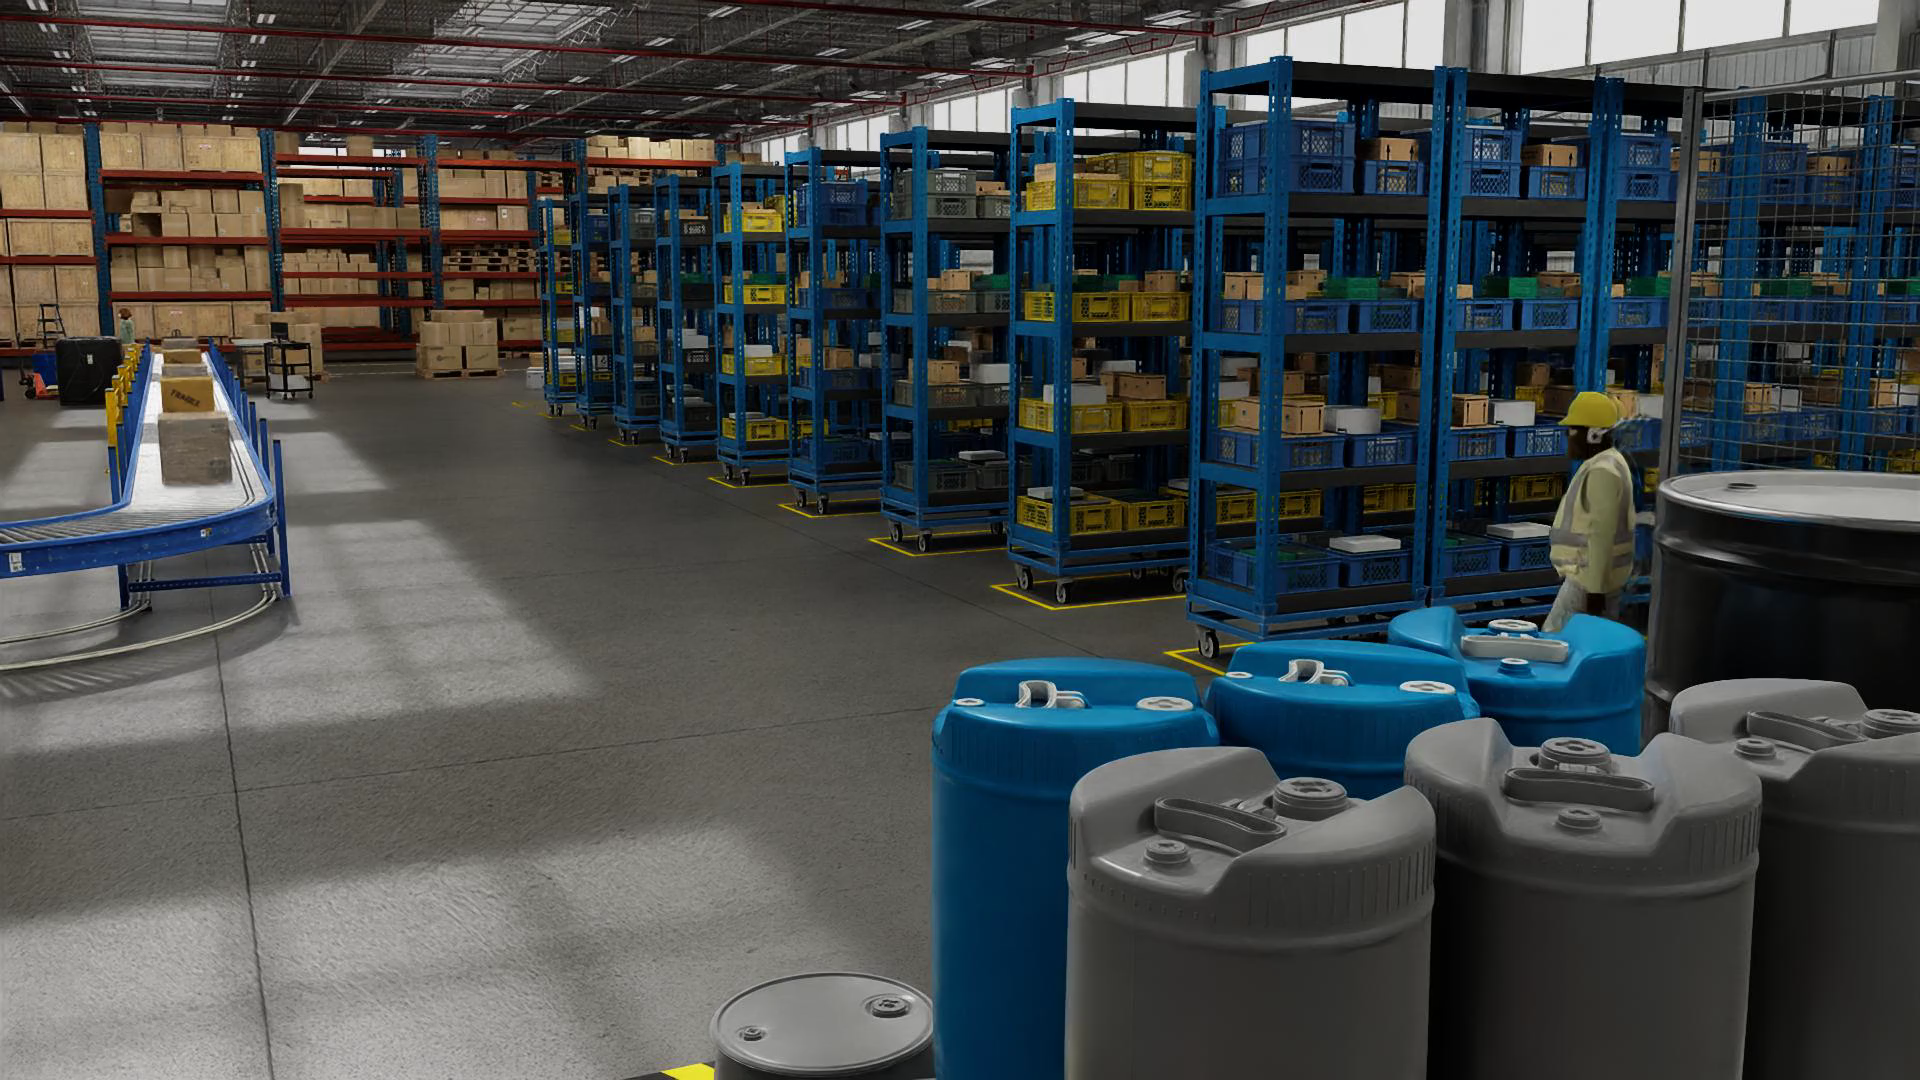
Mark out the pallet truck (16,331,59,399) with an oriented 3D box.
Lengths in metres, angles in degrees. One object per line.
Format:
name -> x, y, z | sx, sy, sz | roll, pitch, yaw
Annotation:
pallet truck -> -17.082, -3.353, 31.781 | 1.630, 1.274, 0.653 | -4, 10, -25

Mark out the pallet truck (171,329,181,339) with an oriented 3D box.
pallet truck -> -17.275, -3.851, 35.096 | 1.601, 1.201, 0.680 | 0, 9, 1

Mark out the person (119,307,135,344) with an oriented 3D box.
person -> -18.417, -4.328, 36.794 | 0.502, 1.632, 0.279 | 8, 12, 42

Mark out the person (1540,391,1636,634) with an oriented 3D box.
person -> 3.059, 0.155, 8.426 | 0.731, 1.810, 0.620 | 4, 10, 25

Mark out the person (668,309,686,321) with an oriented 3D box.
person -> -5.241, -3.474, 30.821 | 0.983, 1.866, 0.650 | -9, 13, -43

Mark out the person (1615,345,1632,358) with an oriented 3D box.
person -> 6.110, -1.023, 15.854 | 0.947, 1.786, 0.634 | 4, 10, 24

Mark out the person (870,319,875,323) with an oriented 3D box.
person -> -2.421, -6.607, 50.364 | 0.628, 1.840, 1.174 | -2, 9, -12
